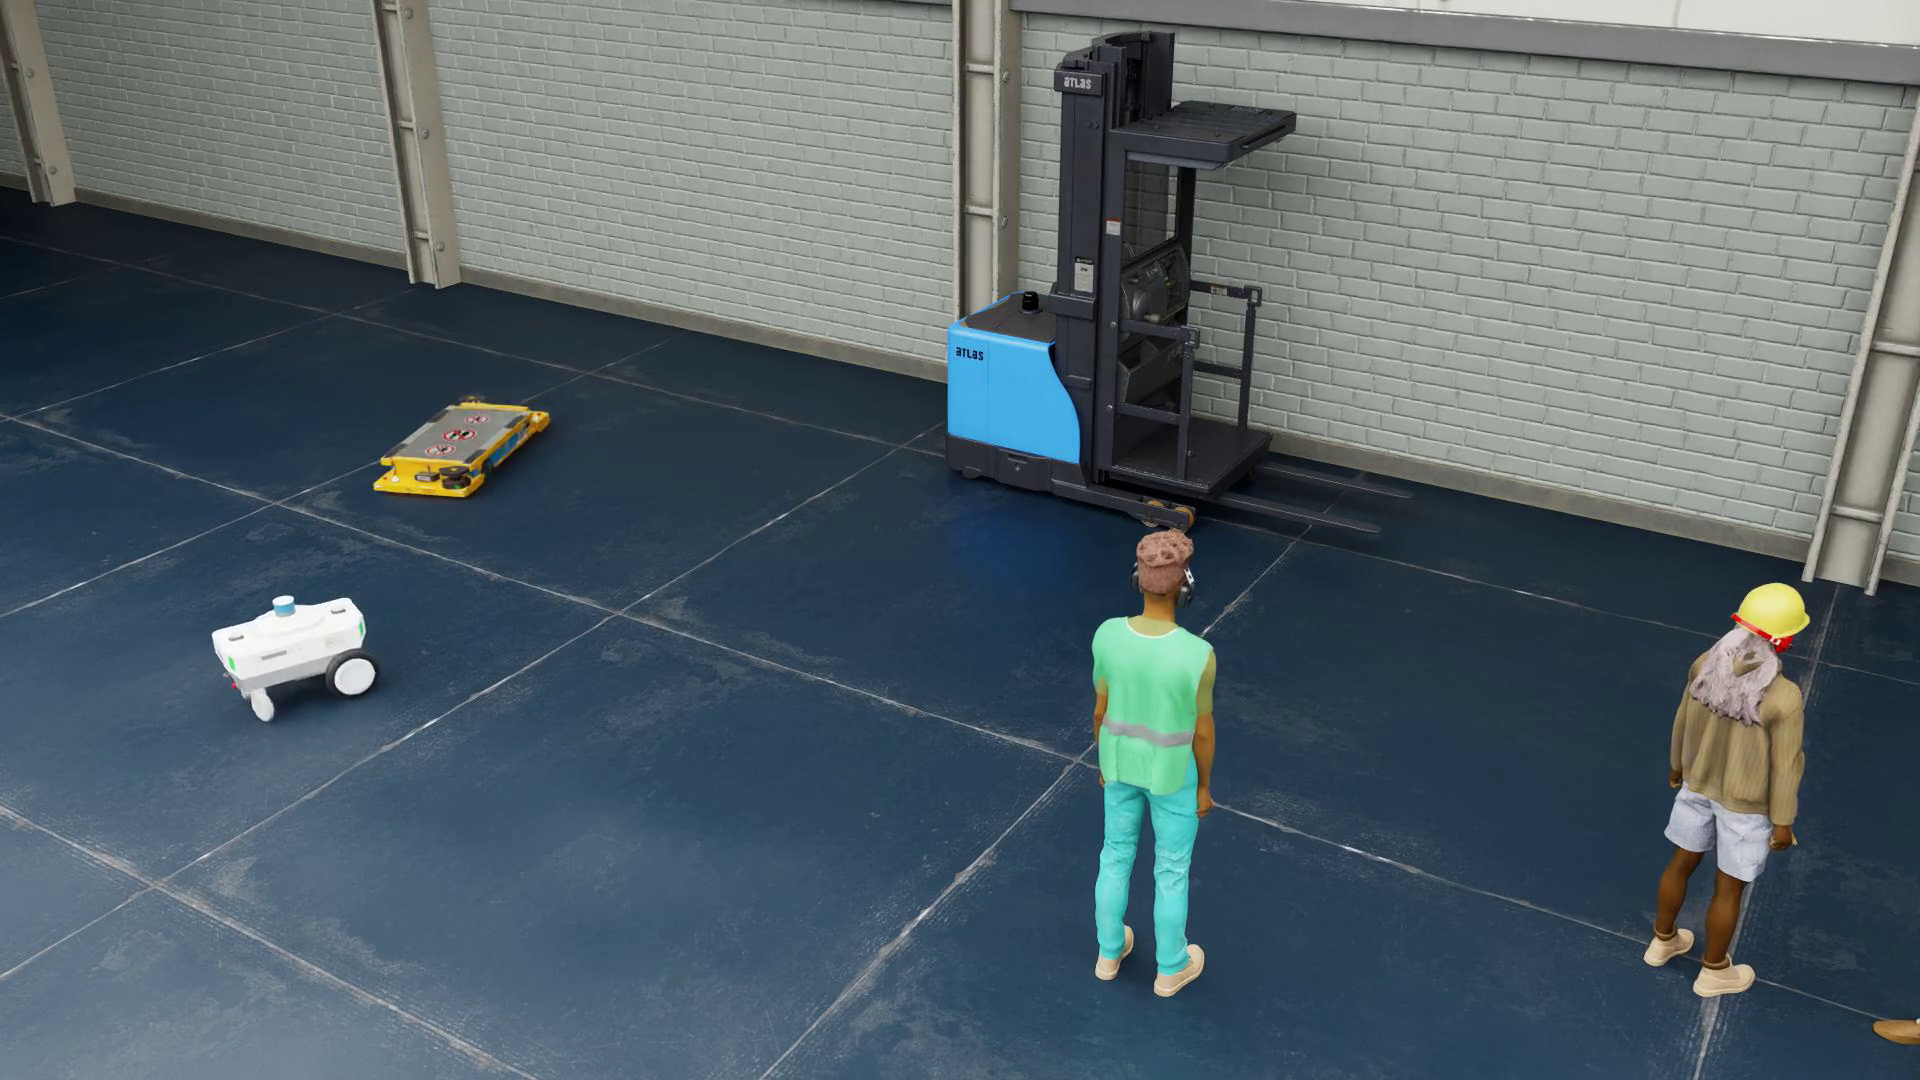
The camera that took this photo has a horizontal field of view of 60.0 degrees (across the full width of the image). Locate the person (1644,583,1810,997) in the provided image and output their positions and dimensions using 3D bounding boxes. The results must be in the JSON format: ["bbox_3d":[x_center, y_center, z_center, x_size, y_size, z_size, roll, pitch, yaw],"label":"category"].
[{"bbox_3d":[2.965,0.977,6.441,0.398,1.764,0.543,-14,29,-27],"label":"person"}]

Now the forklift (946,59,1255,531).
[{"bbox_3d":[0.933,-1.707,10.833,1.873,2.768,1.129,15,29,28],"label":"forklift"}]

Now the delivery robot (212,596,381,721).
[{"bbox_3d":[-3.455,0.580,8.714,0.781,0.610,0.520,-16,30,-31],"label":"delivery robot"}]

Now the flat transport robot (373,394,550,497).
[{"bbox_3d":[-3.471,-0.667,11.669,0.659,0.231,1.431,4,26,9],"label":"flat transport robot"}]

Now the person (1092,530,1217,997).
[{"bbox_3d":[0.734,0.885,6.391,0.485,1.978,0.405,12,28,24],"label":"person"}]

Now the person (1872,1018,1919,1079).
[{"bbox_3d":[3.694,1.160,5.903,0.357,1.894,0.581,3,25,6],"label":"person"}]
